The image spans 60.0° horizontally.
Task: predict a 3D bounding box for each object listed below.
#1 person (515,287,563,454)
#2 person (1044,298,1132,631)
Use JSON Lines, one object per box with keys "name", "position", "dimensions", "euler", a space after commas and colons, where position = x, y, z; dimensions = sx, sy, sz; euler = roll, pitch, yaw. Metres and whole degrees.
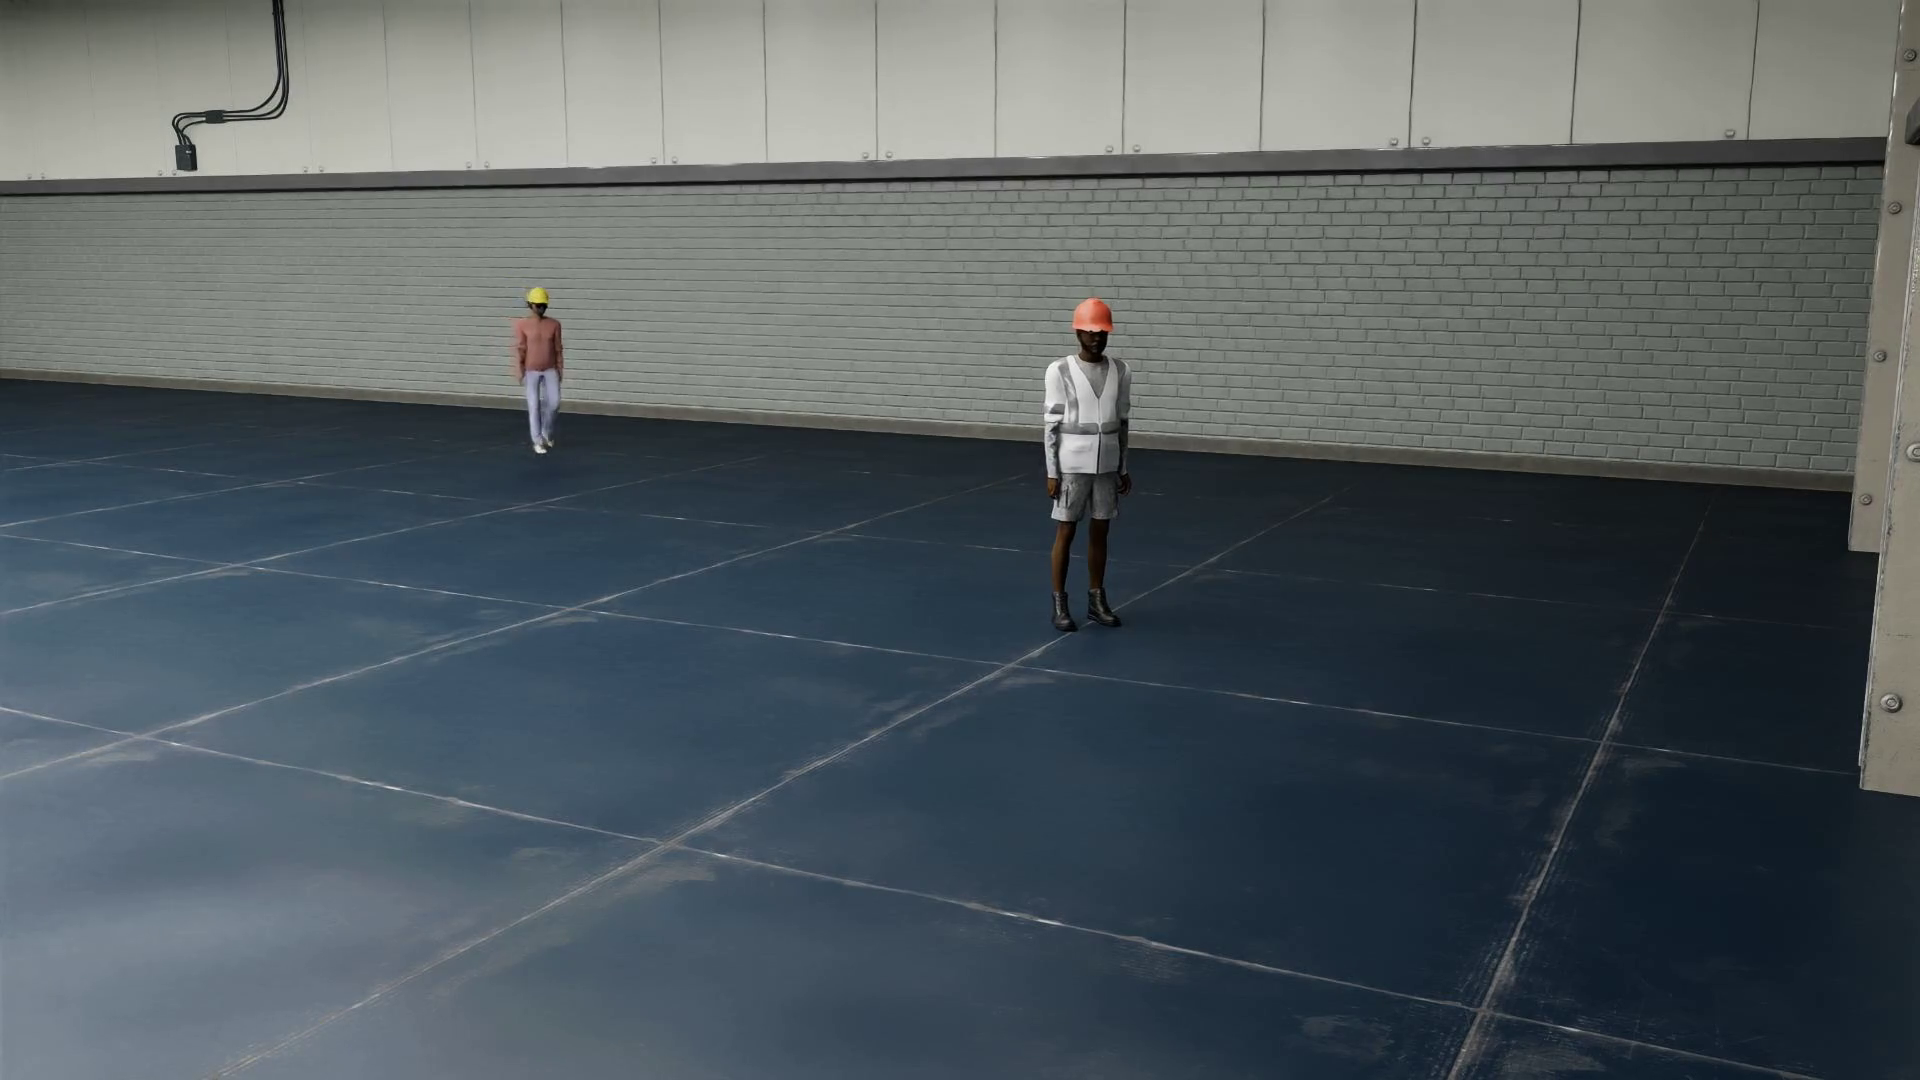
{"name": "person", "position": [-4.430, -1.784, 17.562], "dimensions": [0.539, 1.758, 0.382], "euler": [-7, 12, -33]}
{"name": "person", "position": [0.761, -0.436, 9.700], "dimensions": [0.548, 1.937, 0.379], "euler": [-4, 11, -20]}
